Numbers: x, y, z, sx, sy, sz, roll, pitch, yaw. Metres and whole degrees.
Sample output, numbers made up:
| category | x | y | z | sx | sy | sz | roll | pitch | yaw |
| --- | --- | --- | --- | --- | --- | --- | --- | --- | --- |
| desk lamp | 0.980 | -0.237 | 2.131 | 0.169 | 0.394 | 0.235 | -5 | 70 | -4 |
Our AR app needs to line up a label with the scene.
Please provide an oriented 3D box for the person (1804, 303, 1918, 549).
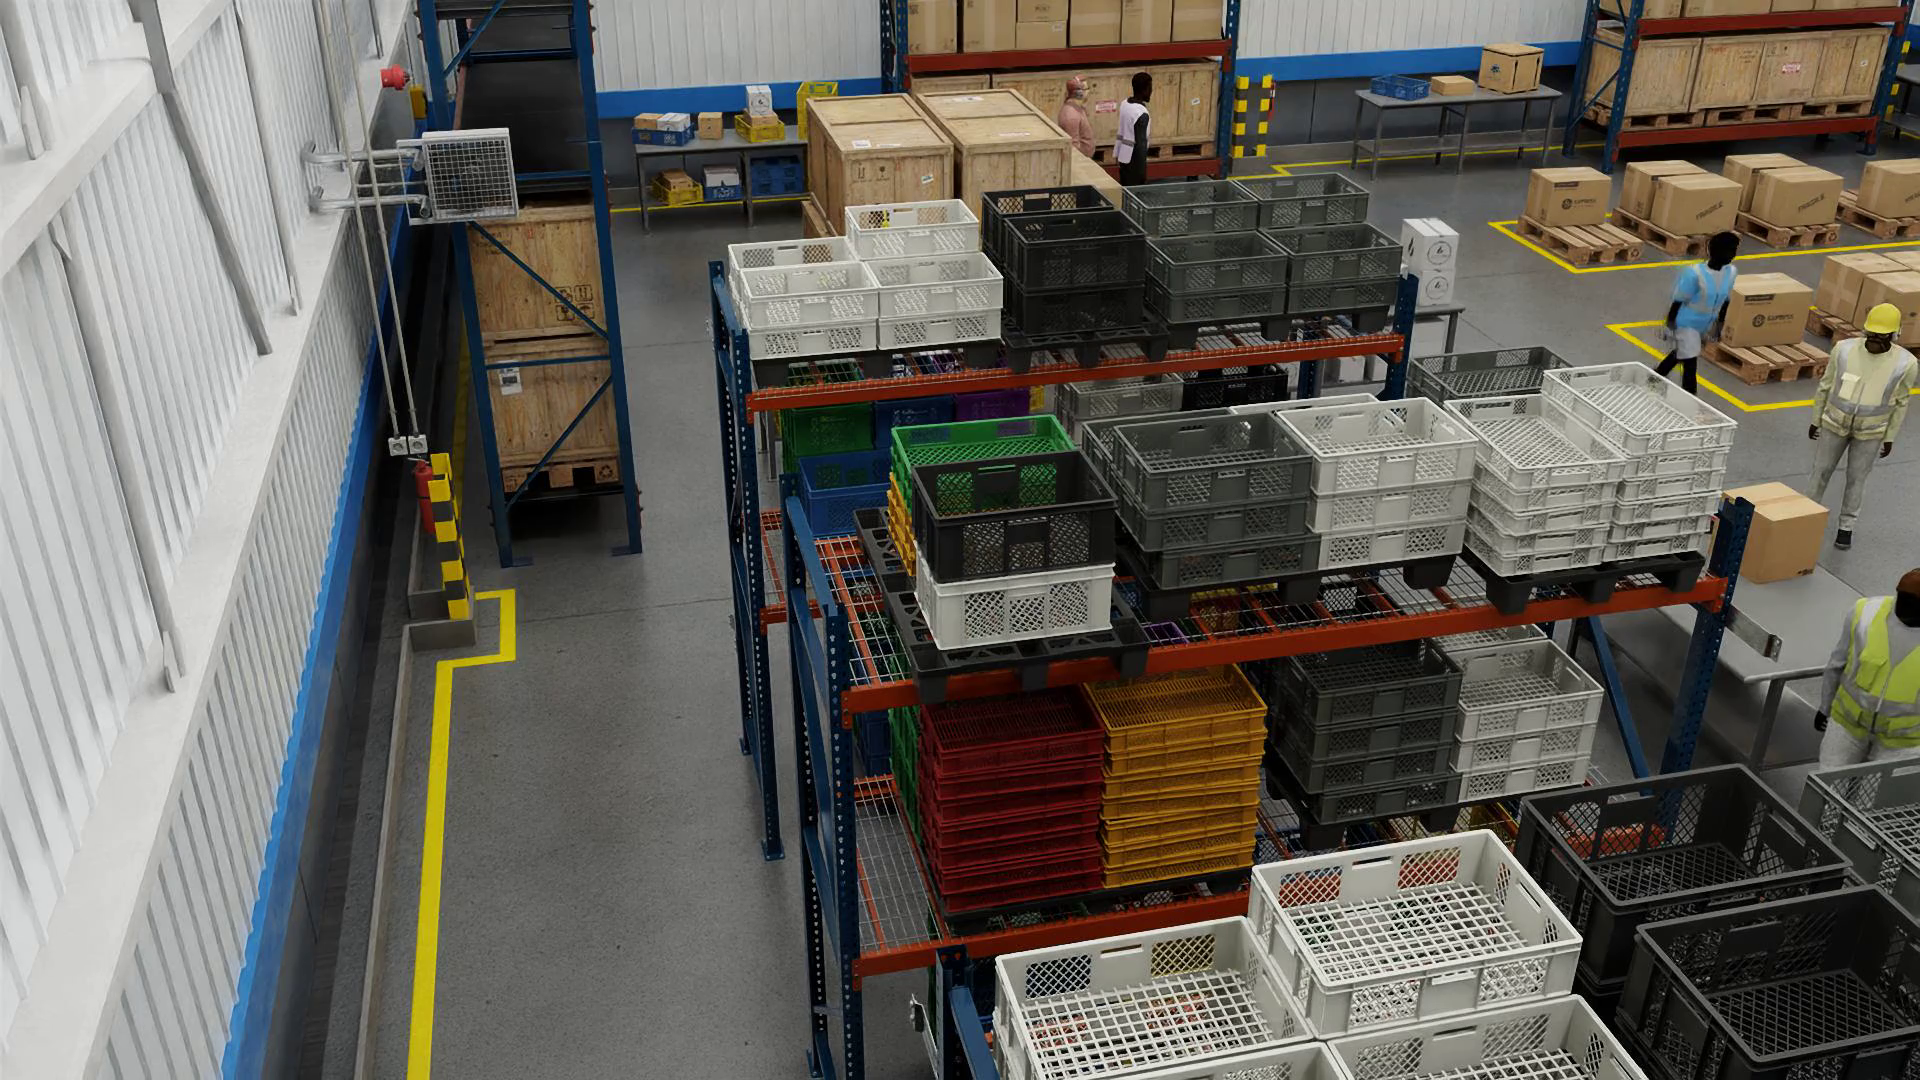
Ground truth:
| category | x | y | z | sx | sy | sz | roll | pitch | yaw |
| --- | --- | --- | --- | --- | --- | --- | --- | --- | --- |
| person | 6.405 | -0.823 | 11.915 | 0.588 | 1.833 | 0.404 | 17 | 32 | 30 |

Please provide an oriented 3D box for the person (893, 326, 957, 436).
| category | x | y | z | sx | sy | sz | roll | pitch | yaw |
| --- | --- | --- | --- | --- | --- | --- | --- | --- | --- |
| person | -0.268 | -0.936 | 12.078 | 0.574 | 1.883 | 0.356 | -23 | 36 | -37 |

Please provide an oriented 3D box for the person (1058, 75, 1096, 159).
| category | x | y | z | sx | sy | sz | roll | pitch | yaw |
| --- | --- | --- | --- | --- | --- | --- | --- | --- | --- |
| person | 1.250 | -4.029 | 17.917 | 0.409 | 1.909 | 0.650 | 0 | 28 | 1 |

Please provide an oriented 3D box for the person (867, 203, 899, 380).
| category | x | y | z | sx | sy | sz | roll | pitch | yaw |
| --- | --- | --- | --- | --- | --- | --- | --- | --- | --- |
| person | -0.633 | -1.906 | 13.932 | 0.323 | 1.871 | 0.528 | -8 | 29 | -15 |

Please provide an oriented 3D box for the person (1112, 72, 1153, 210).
| category | x | y | z | sx | sy | sz | roll | pitch | yaw |
| --- | --- | --- | --- | --- | --- | --- | --- | --- | --- |
| person | 1.869 | -4.113 | 18.081 | 0.386 | 1.912 | 0.591 | -8 | 29 | -14 |

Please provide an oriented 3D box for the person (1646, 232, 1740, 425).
| category | x | y | z | sx | sy | sz | roll | pitch | yaw |
| --- | --- | --- | --- | --- | --- | --- | --- | --- | --- |
| person | 6.168 | -1.816 | 13.983 | 0.538 | 1.651 | 0.821 | -14 | 31 | -24 |

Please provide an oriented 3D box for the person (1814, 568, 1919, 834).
| category | x | y | z | sx | sy | sz | roll | pitch | yaw |
| --- | --- | --- | --- | --- | --- | --- | --- | --- | --- |
| person | 4.723 | 0.948 | 8.552 | 0.619 | 1.839 | 0.430 | 21 | 34 | 34 |
